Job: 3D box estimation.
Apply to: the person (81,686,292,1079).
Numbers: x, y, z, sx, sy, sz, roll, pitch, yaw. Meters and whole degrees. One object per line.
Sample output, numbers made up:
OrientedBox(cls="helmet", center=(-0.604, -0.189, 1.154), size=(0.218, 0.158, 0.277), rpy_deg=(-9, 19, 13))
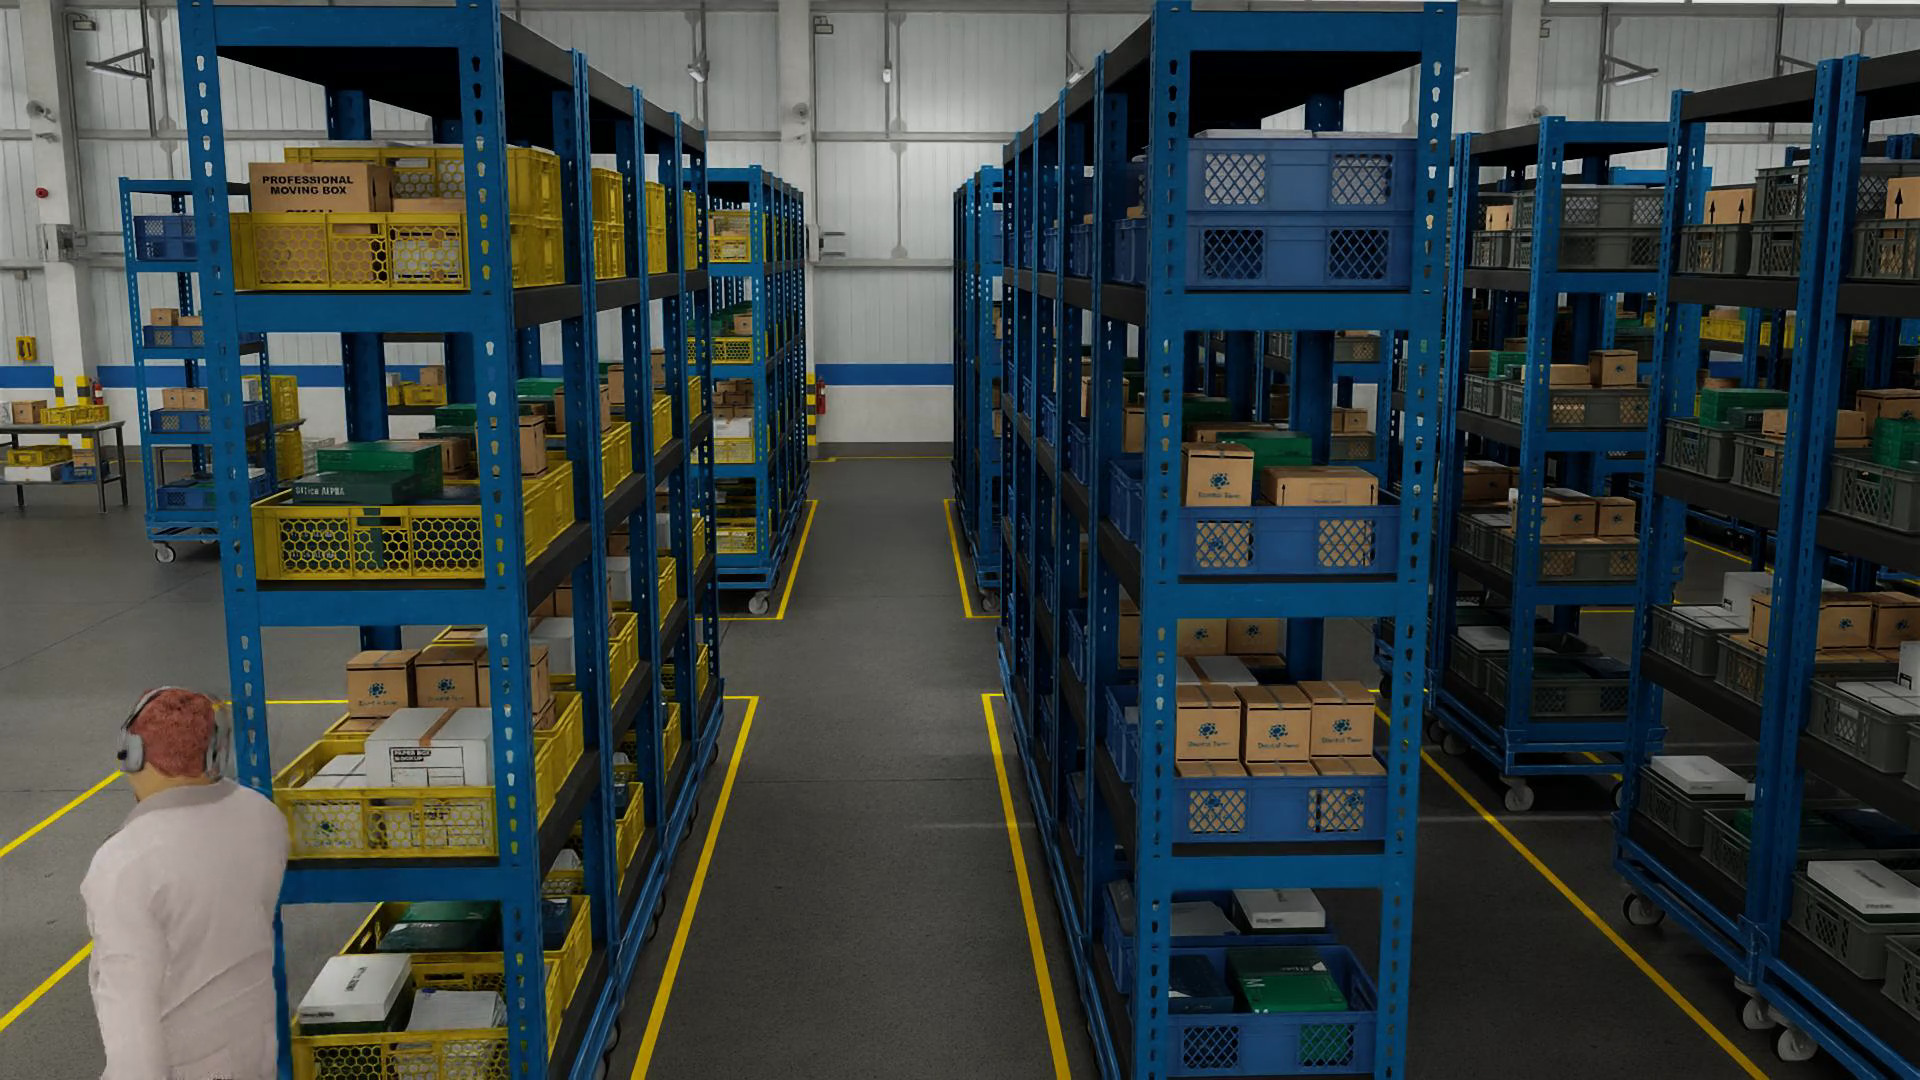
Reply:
OrientedBox(cls="person", center=(-2.055, 1.308, 4.240), size=(0.818, 1.866, 0.681), rpy_deg=(3, 10, 15))
